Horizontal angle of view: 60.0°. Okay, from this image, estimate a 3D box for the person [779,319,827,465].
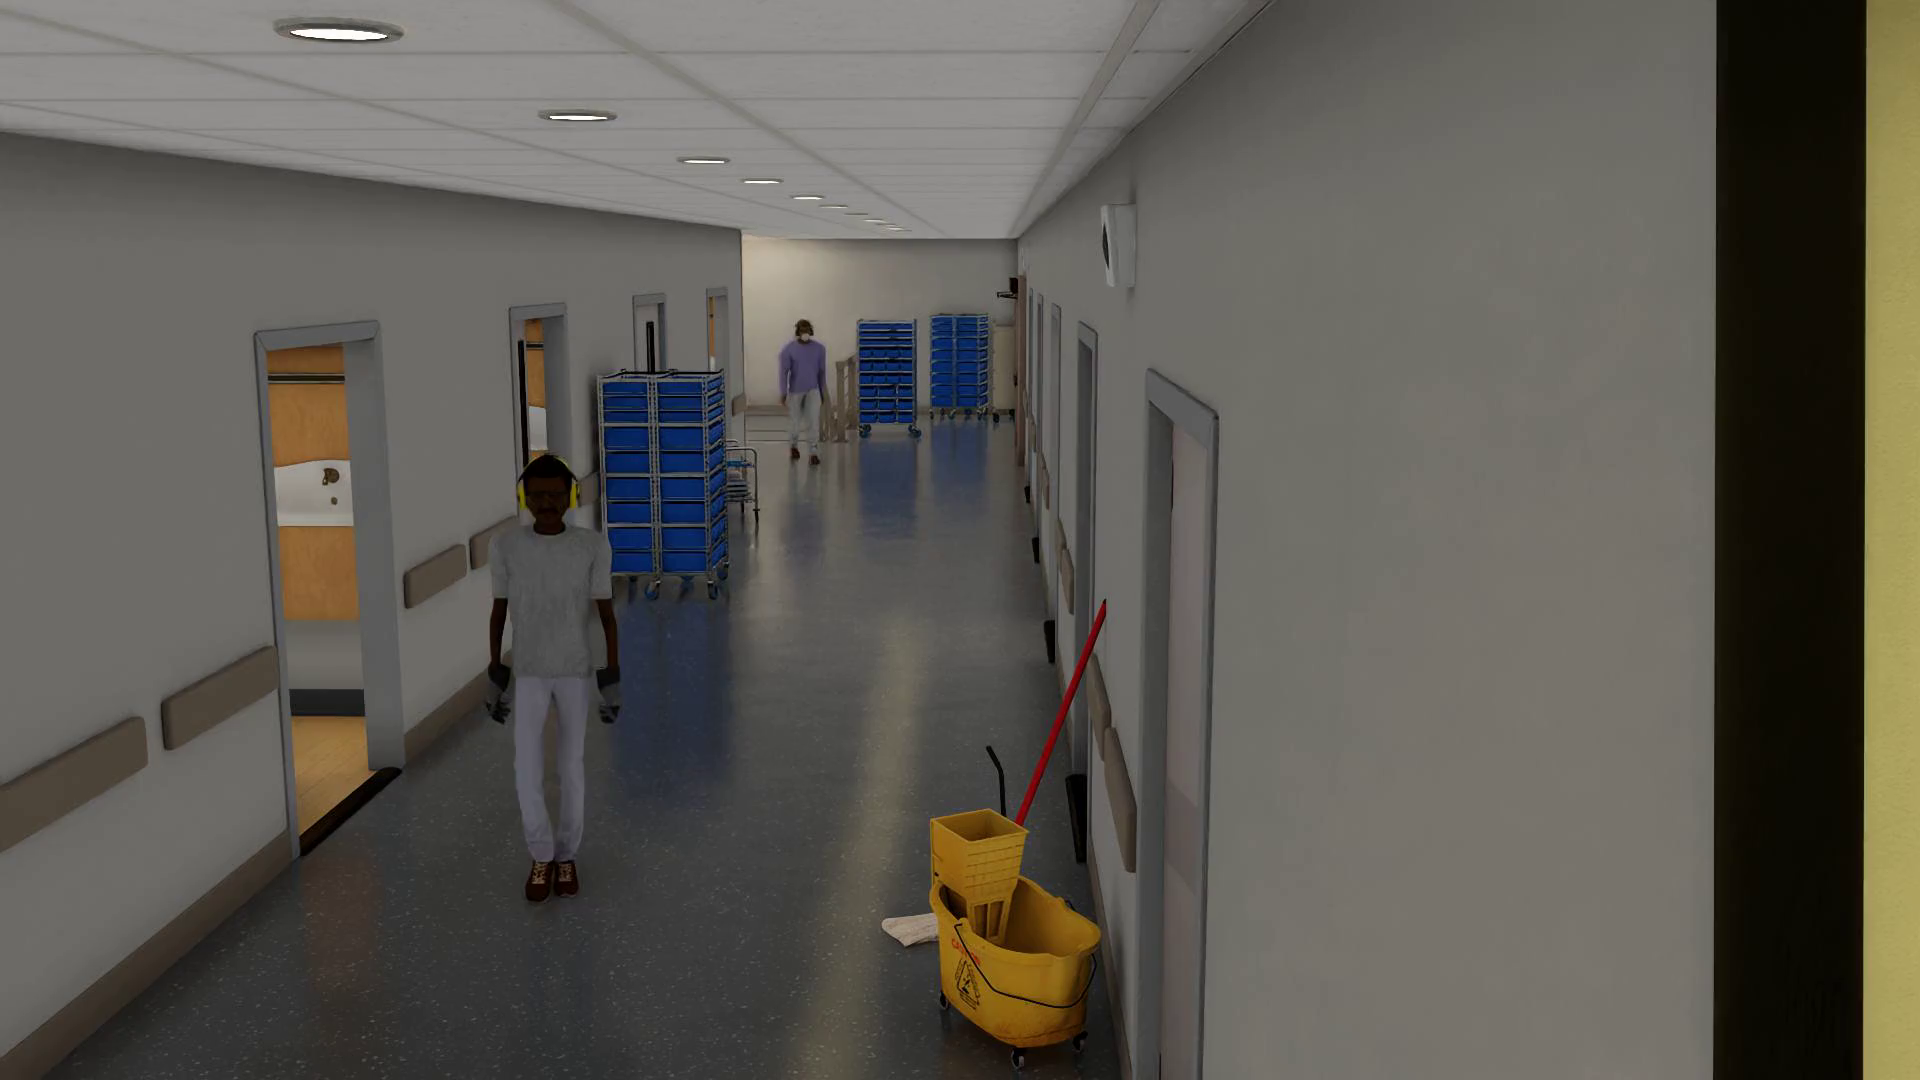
[{"bbox_3d":[-2.077,-1.969,21.929,0.648,1.897,1.020,-3,10,-17],"label":"person"}]

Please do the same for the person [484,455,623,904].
[{"bbox_3d":[-1.657,0.576,6.771,0.563,1.852,0.527,-2,10,-12],"label":"person"}]
